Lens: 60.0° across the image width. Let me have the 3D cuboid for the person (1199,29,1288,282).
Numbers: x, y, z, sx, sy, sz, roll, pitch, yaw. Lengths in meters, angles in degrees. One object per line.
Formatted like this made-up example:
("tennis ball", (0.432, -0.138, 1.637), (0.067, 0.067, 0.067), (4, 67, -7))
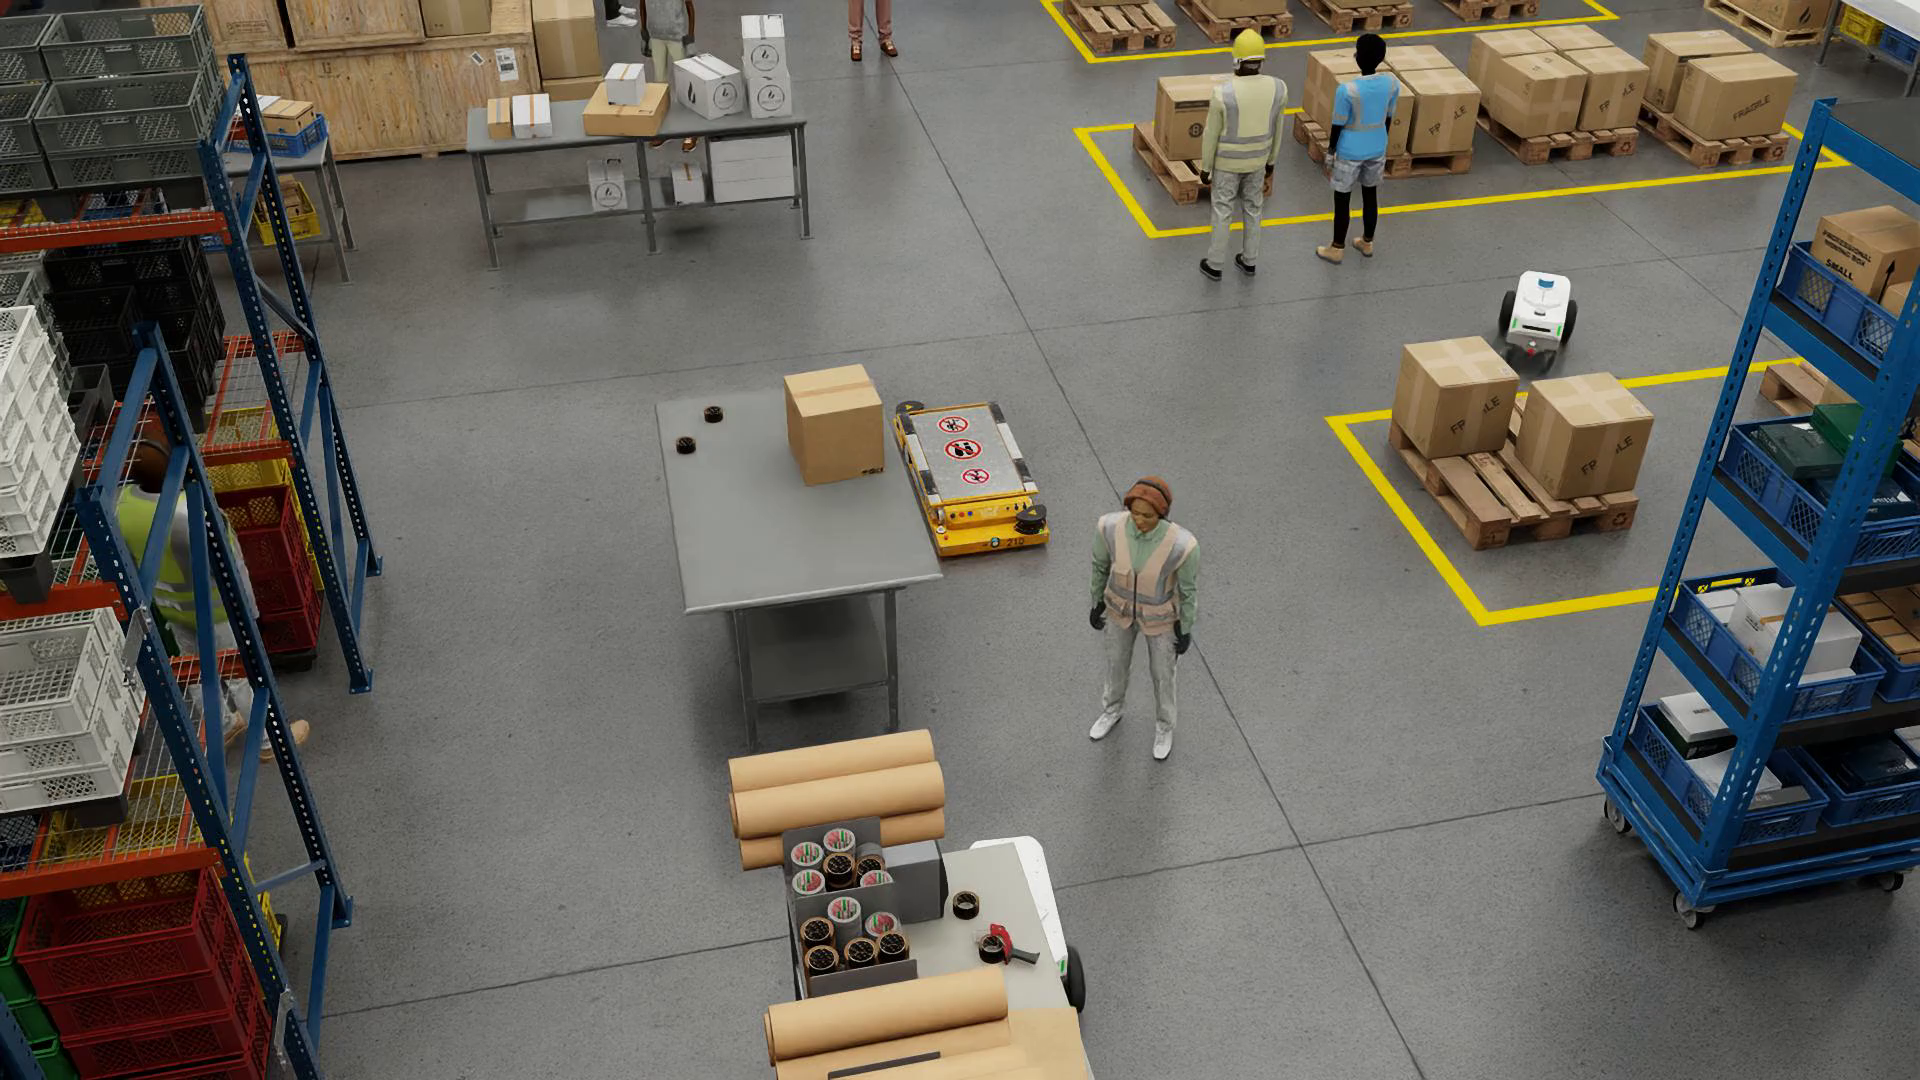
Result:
("person", (2.002, -2.741, 11.925), (0.598, 1.823, 0.403), (-10, 38, -13))

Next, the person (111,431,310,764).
("person", (-3.550, 0.284, 7.845), (0.632, 1.842, 0.429), (12, 38, 16))

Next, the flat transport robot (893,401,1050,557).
("flat transport robot", (0.046, -0.430, 10.108), (0.652, 0.197, 1.431), (-8, 37, -10))

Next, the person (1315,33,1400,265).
("person", (2.929, -2.864, 12.207), (0.546, 1.685, 0.325), (-16, 39, -20))

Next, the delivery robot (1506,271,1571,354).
("delivery robot", (3.953, -1.574, 11.335), (0.477, 0.478, 0.707), (12, 38, 16))

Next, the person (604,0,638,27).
("person", (-3.446, -6.011, 16.248), (0.384, 1.912, 0.592), (-8, 37, -10))

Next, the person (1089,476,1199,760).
("person", (0.864, 0.366, 7.913), (0.528, 1.626, 0.322), (16, 39, 20))

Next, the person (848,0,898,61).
("person", (-0.827, -5.454, 15.501), (0.641, 1.908, 0.409), (-11, 38, -14))

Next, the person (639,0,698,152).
("person", (-2.430, -4.153, 13.789), (0.507, 1.865, 0.329), (10, 38, 13))

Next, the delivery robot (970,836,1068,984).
("delivery robot", (0.234, 1.591, 7.081), (0.477, 0.478, 0.707), (-5, 37, -6))
